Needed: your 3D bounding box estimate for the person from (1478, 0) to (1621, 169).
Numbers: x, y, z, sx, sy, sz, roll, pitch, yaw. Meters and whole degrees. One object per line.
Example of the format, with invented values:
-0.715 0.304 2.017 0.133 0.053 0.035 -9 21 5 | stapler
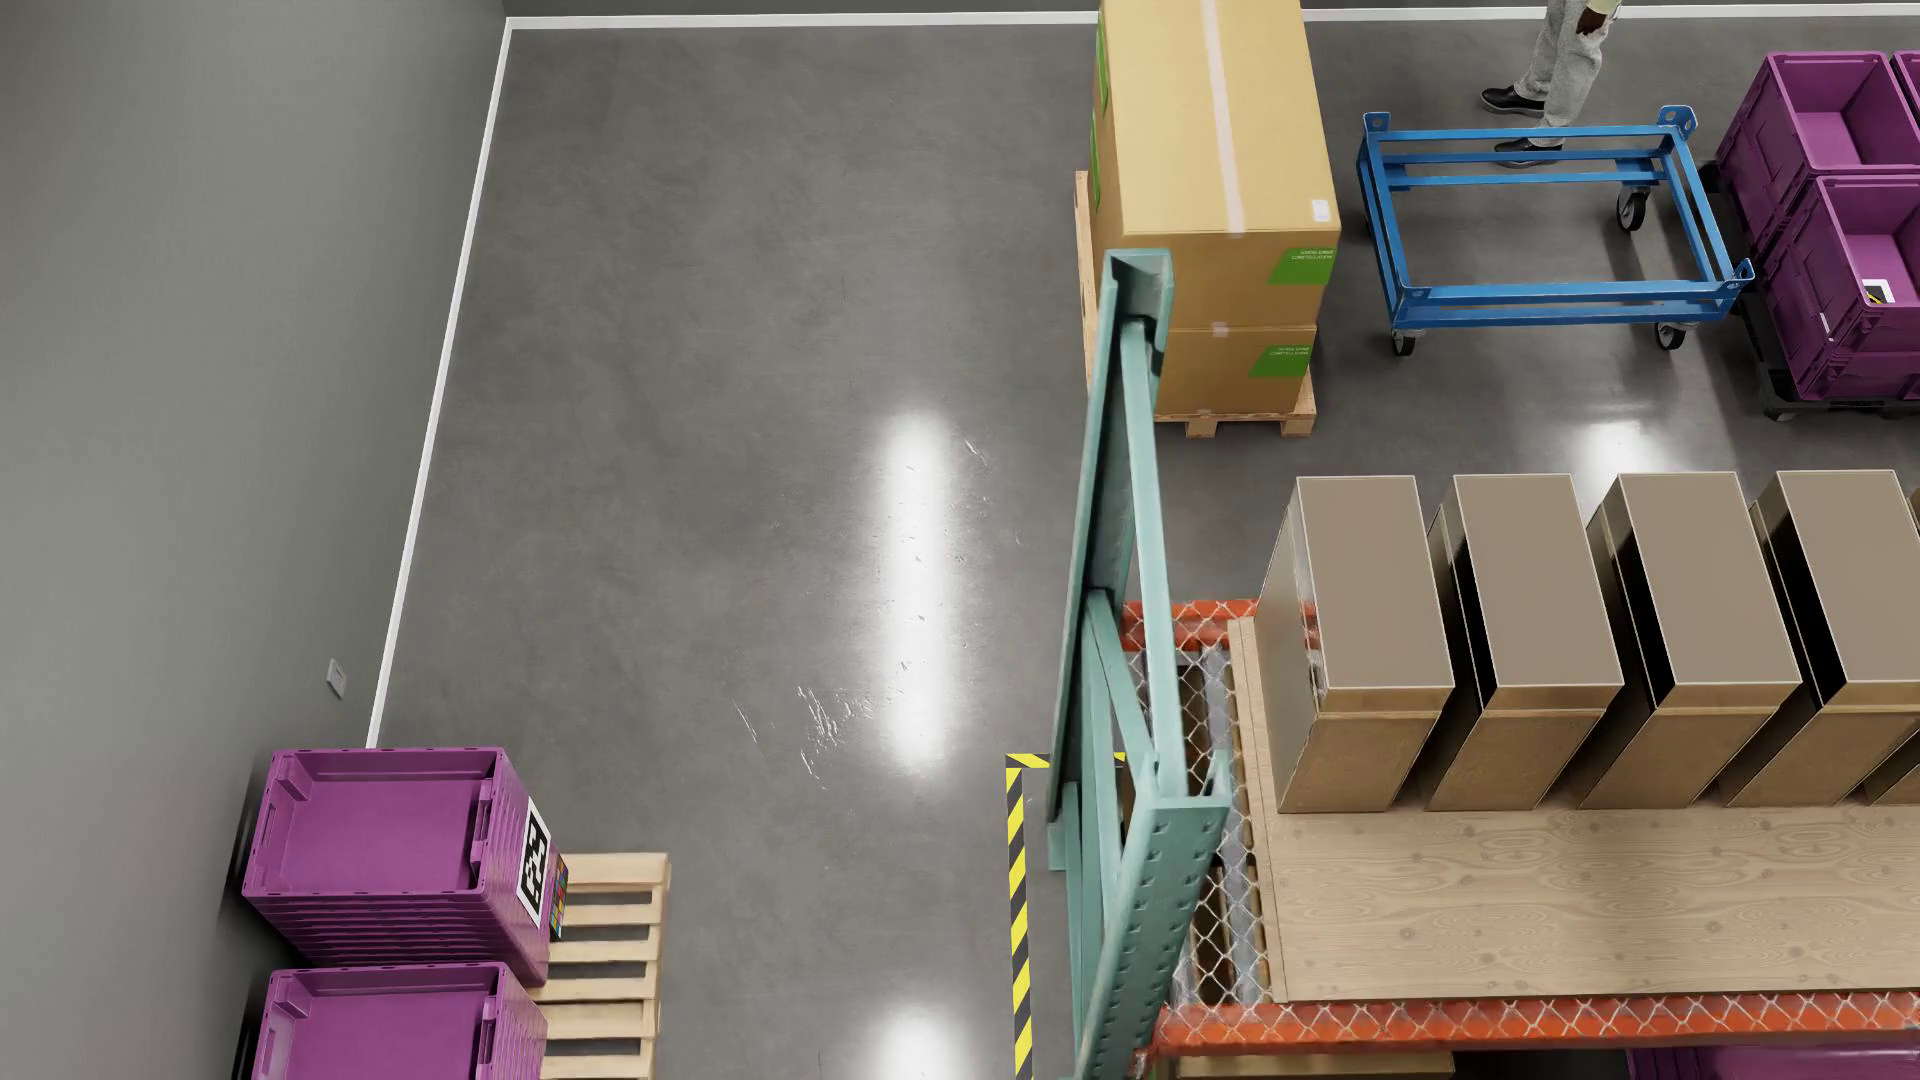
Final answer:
2.319 -2.150 6.087 0.404 1.822 0.586 2 58 1 | person
